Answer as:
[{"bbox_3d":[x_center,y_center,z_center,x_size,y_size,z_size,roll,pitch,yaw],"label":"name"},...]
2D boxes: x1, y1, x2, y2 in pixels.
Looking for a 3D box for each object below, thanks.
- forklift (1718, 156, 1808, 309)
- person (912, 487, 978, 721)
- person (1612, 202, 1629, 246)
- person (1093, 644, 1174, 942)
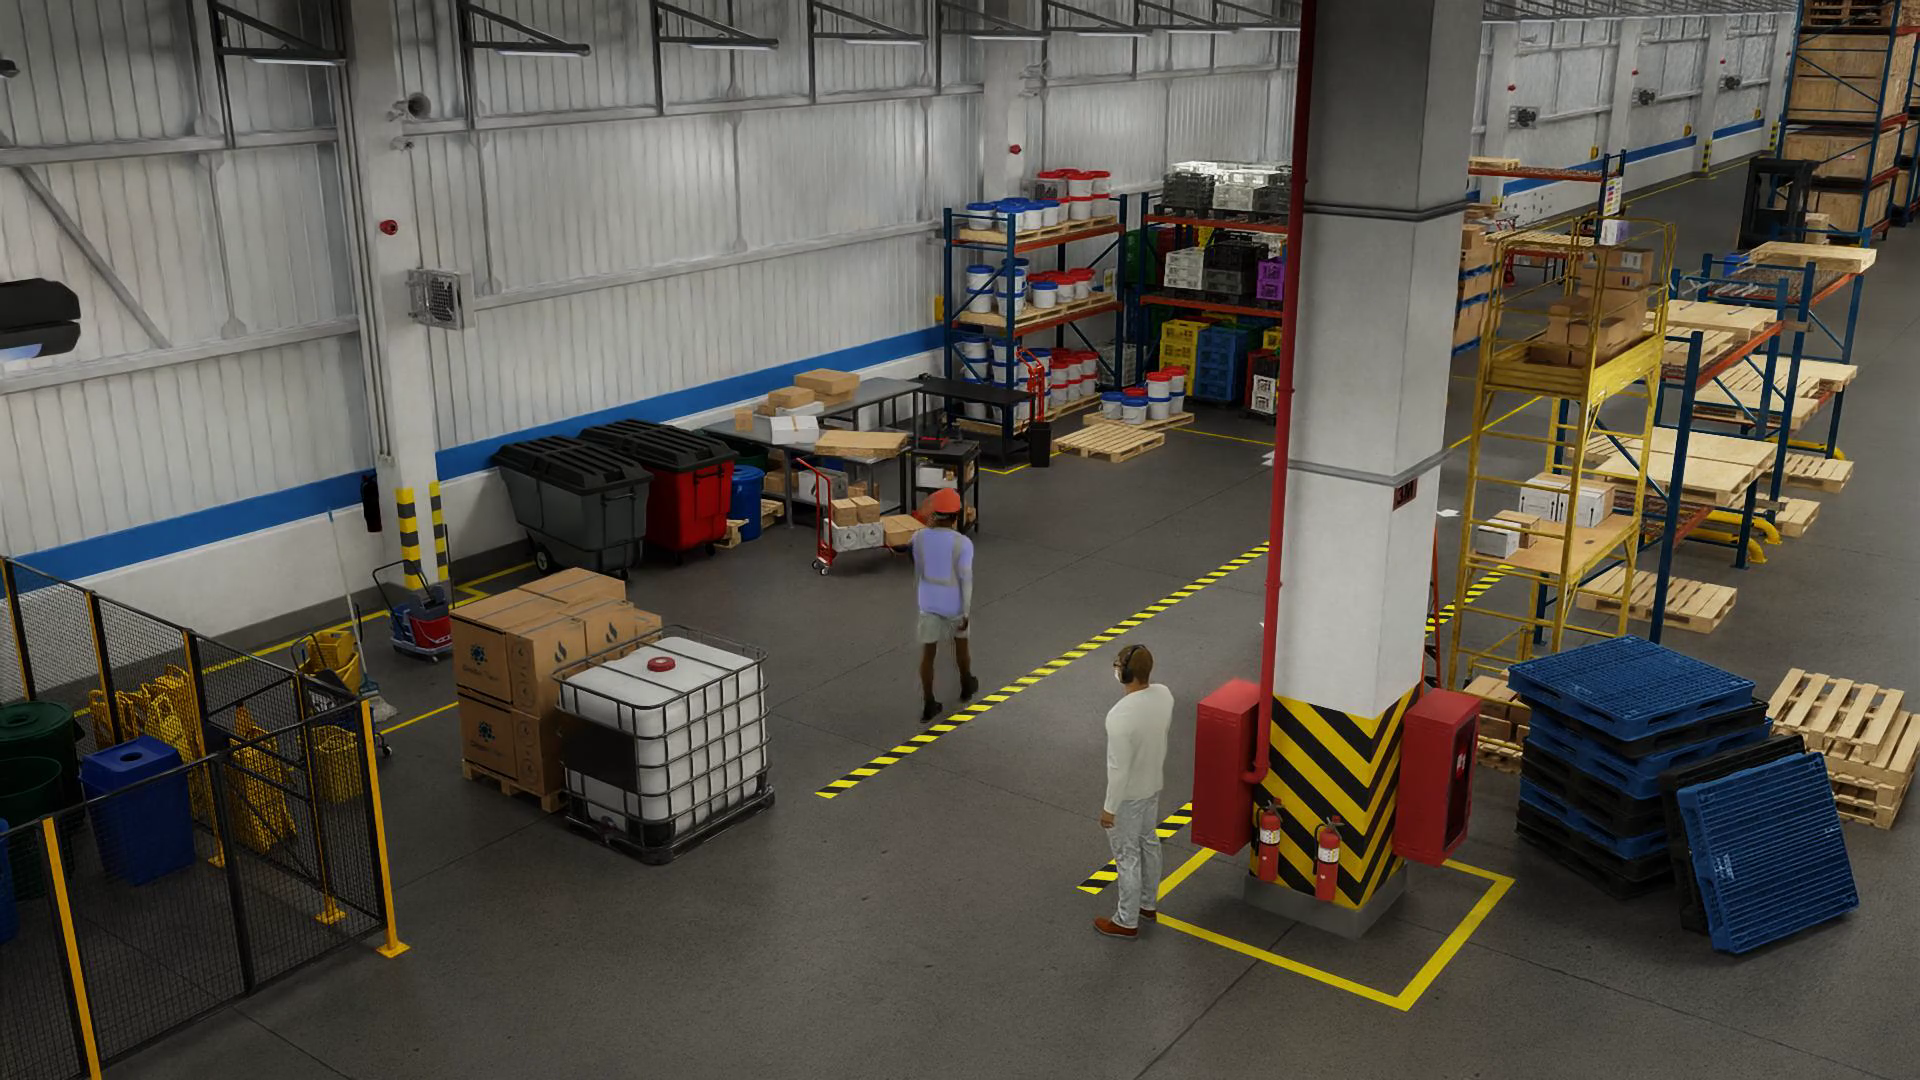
[{"bbox_3d":[15.221,-5.789,31.337,1.129,2.768,1.873,13,22,34],"label":"forklift"},{"bbox_3d":[-0.103,0.481,13.688,0.550,1.905,0.901,6,19,18],"label":"person"},{"bbox_3d":[12.617,-5.521,32.010,0.358,1.938,0.636,13,22,34],"label":"person"},{"bbox_3d":[1.074,1.557,10.342,0.358,1.938,0.636,13,22,34],"label":"person"}]
